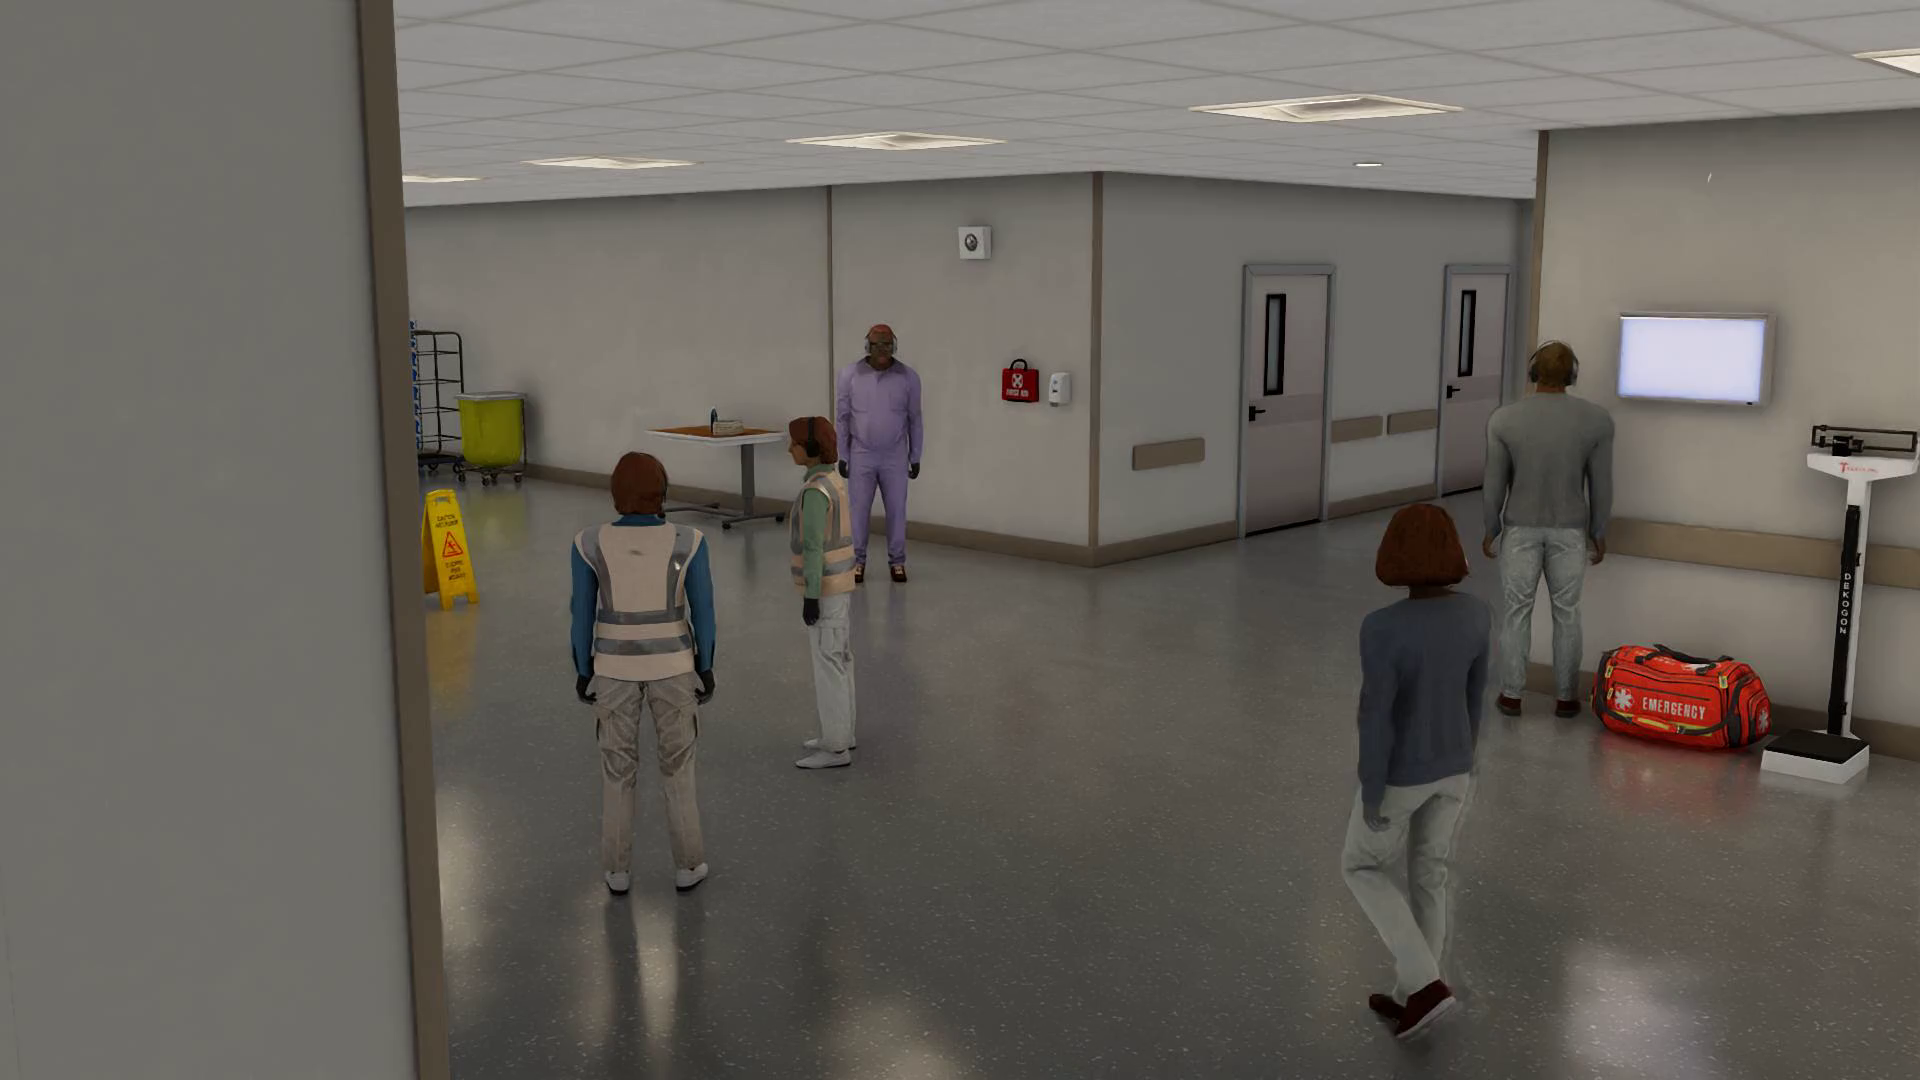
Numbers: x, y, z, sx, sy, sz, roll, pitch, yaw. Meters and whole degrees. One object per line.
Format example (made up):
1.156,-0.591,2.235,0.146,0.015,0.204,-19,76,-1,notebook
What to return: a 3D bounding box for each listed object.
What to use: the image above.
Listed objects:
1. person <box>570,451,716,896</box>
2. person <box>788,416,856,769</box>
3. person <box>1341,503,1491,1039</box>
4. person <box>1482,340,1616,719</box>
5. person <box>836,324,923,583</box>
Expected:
-1.157,0.495,6.111,0.525,1.637,0.307,-1,9,-6,person
-0.638,0.237,7.724,0.318,1.630,0.514,0,9,2,person
1.363,0.699,4.916,0.504,1.621,0.407,-4,10,-24,person
3.001,-0.050,8.529,0.635,1.937,0.352,3,10,16,person
-0.588,-0.629,12.217,0.646,1.901,0.401,-1,9,-6,person
